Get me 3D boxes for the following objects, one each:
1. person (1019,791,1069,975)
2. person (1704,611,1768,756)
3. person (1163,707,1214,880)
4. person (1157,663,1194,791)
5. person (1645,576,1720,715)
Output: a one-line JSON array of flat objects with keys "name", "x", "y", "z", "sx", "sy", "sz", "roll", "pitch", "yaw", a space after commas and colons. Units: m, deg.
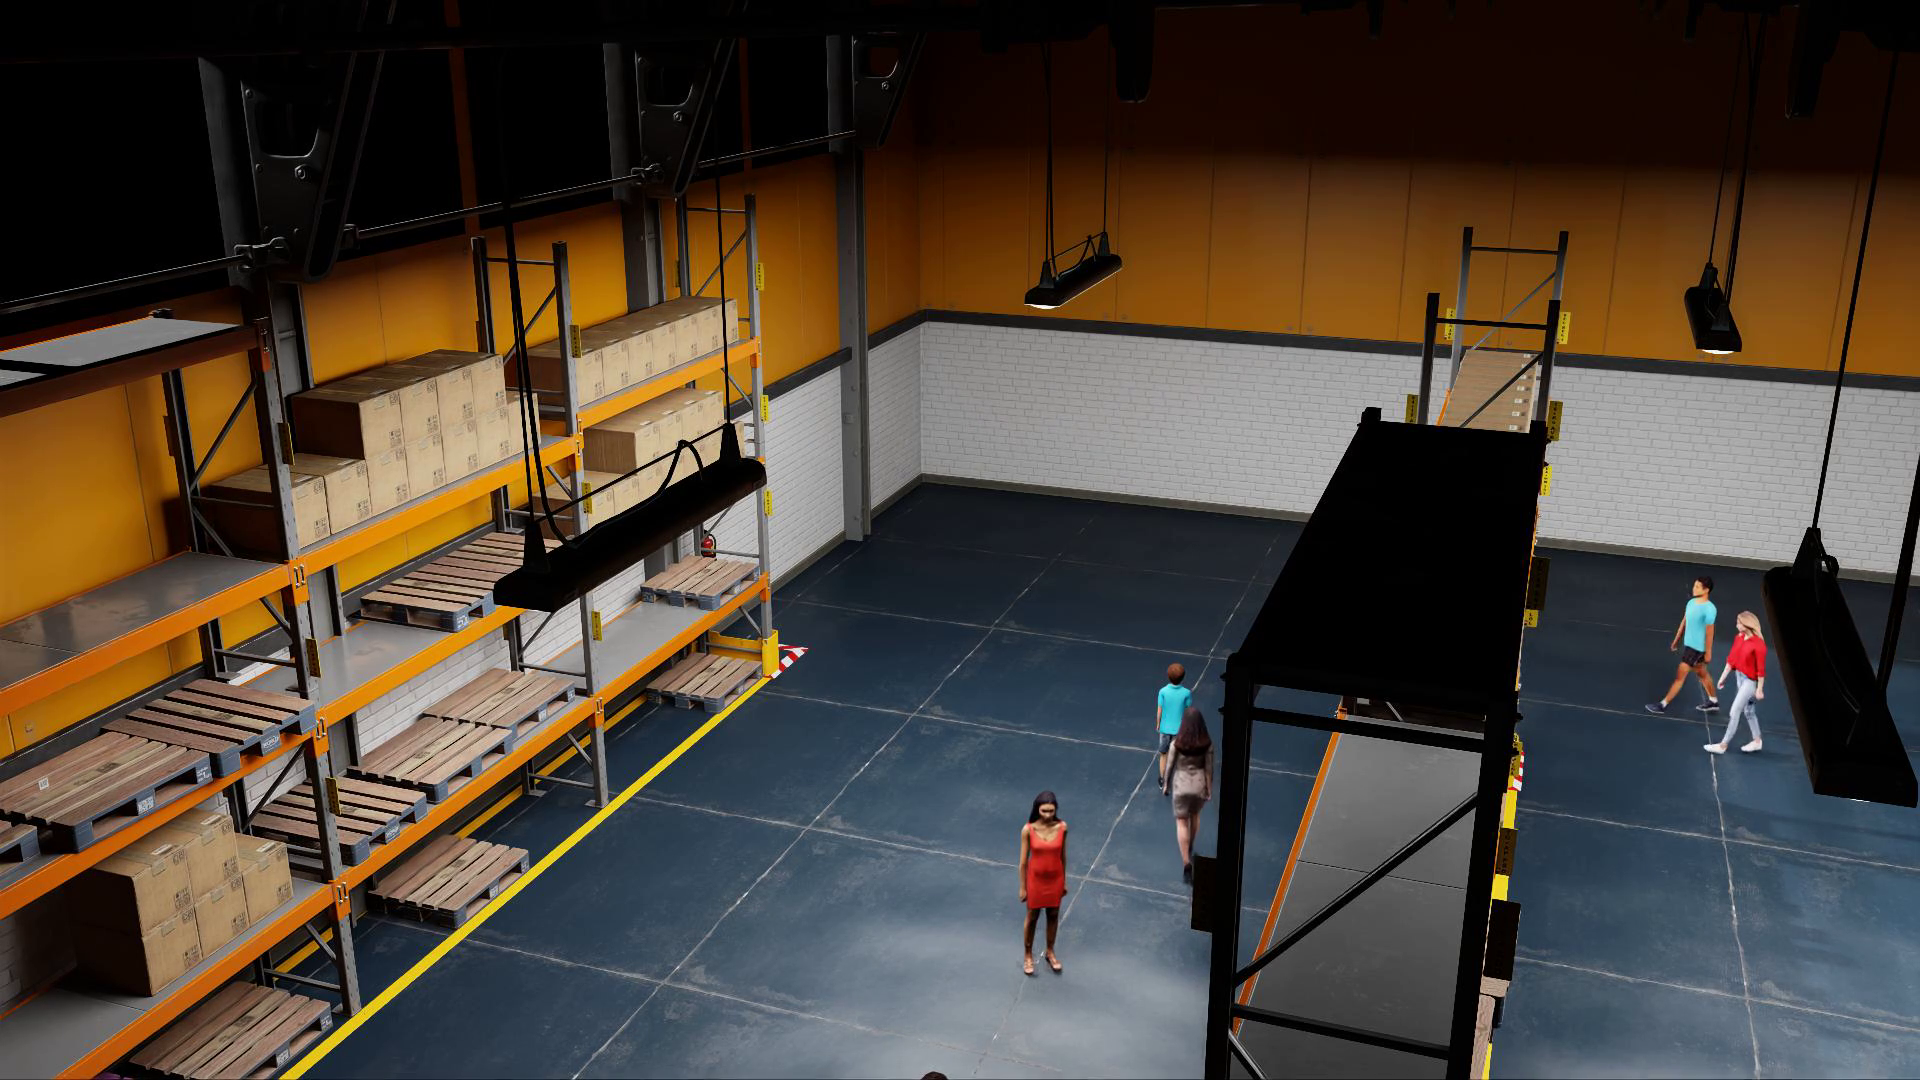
[{"name": "person", "x": 0.738, "y": 2.992, "z": 14.630, "sx": 0.669, "sy": 1.719, "sz": 0.688, "roll": -5, "pitch": 19, "yaw": -14}, {"name": "person", "x": 8.954, "y": 1.629, "z": 18.781, "sx": 0.998, "sy": 1.653, "sz": 1.037, "roll": -4, "pitch": 19, "yaw": -13}, {"name": "person", "x": 2.226, "y": 2.479, "z": 16.154, "sx": 0.825, "sy": 1.720, "sz": 1.008, "roll": -1, "pitch": 19, "yaw": -2}, {"name": "person", "x": 2.311, "y": 2.009, "z": 17.973, "sx": 0.562, "sy": 1.449, "sz": 0.535, "roll": 2, "pitch": 19, "yaw": 6}, {"name": "person", "x": 8.796, "y": 1.288, "z": 19.693, "sx": 1.030, "sy": 1.718, "sz": 1.199, "roll": -1, "pitch": 19, "yaw": -4}]
